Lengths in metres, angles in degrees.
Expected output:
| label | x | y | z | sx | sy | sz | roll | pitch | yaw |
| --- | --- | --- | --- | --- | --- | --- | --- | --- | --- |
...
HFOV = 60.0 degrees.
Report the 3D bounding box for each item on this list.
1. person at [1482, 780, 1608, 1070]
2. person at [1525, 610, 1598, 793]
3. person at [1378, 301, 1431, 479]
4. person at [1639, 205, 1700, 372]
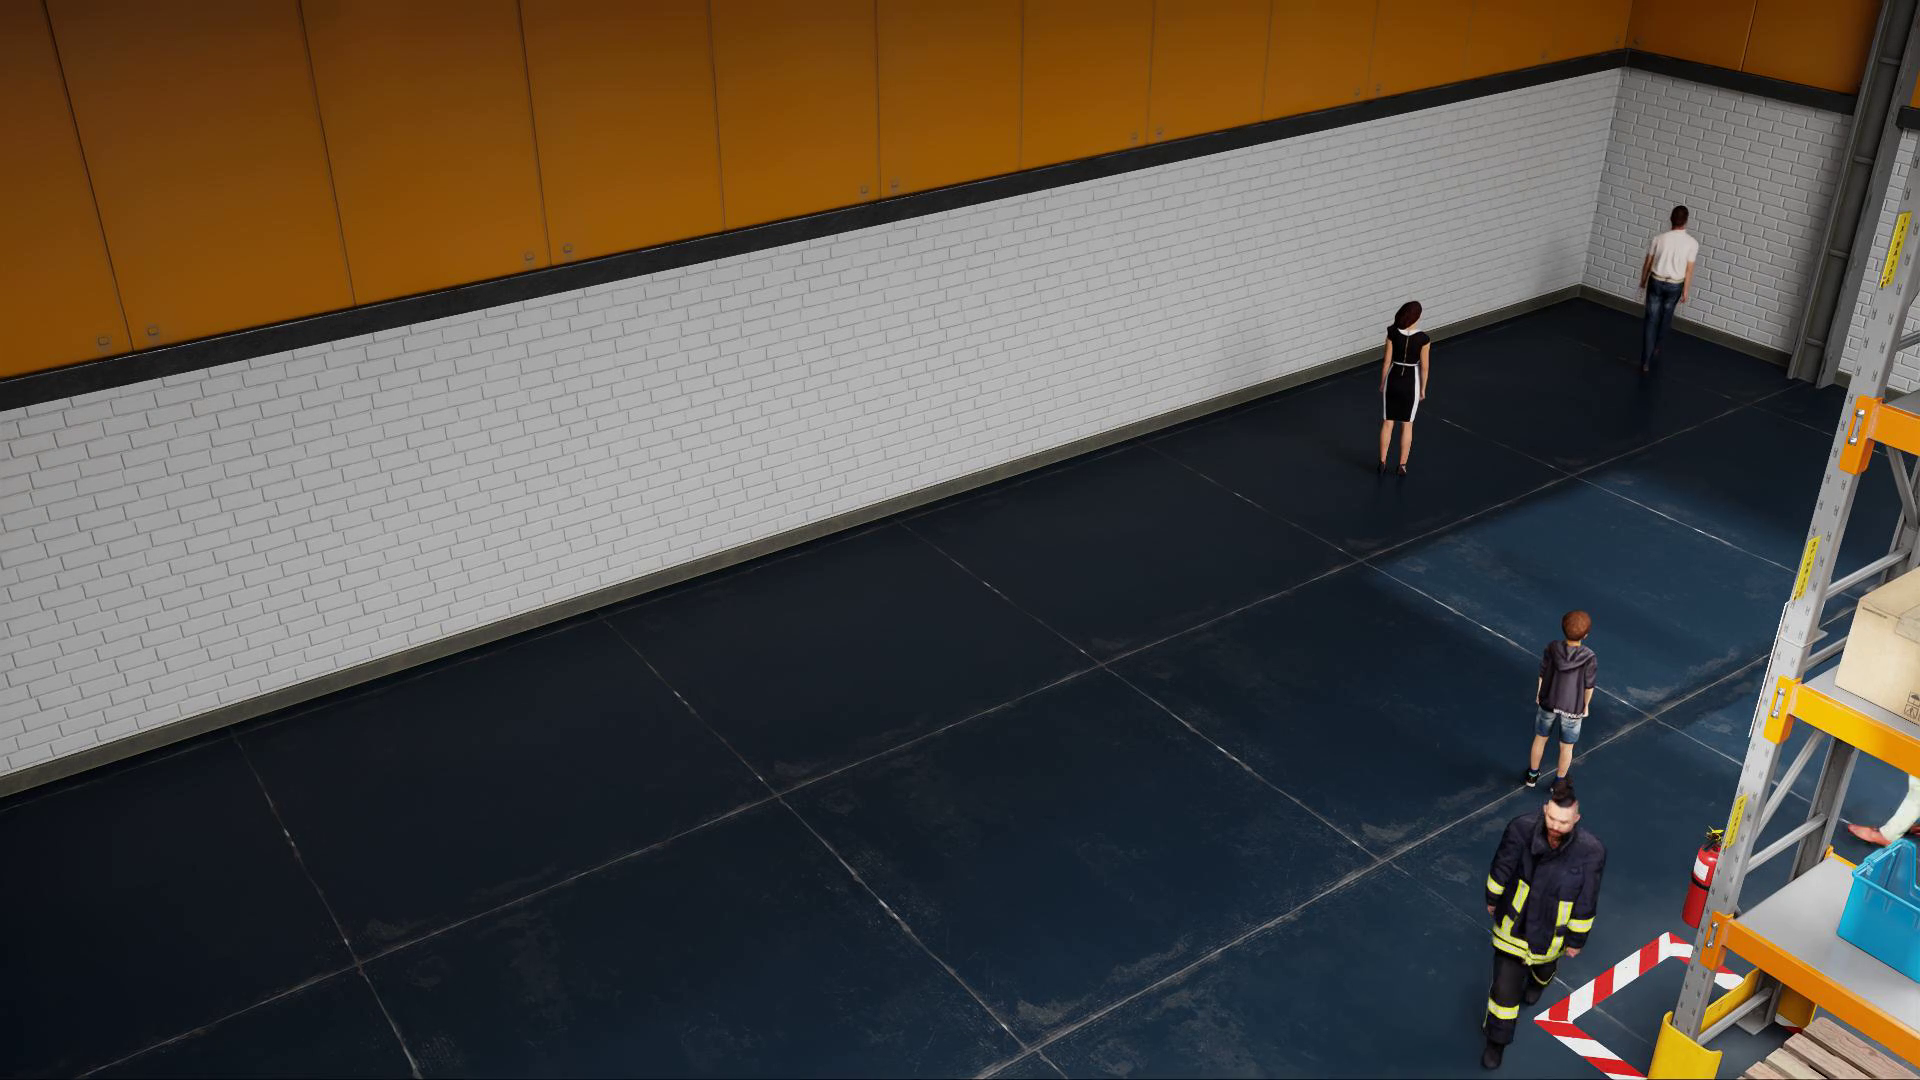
| label | x | y | z | sx | sy | sz | roll | pitch | yaw |
| --- | --- | --- | --- | --- | --- | --- | --- | --- | --- |
| person | 3.351 | 2.085 | 9.545 | 1.229 | 1.829 | 1.185 | 13 | 31 | 22 |
| person | 4.236 | 1.128 | 11.699 | 0.567 | 1.447 | 0.669 | 17 | 33 | 28 |
| person | 4.266 | -1.451 | 16.063 | 0.600 | 1.795 | 0.719 | 12 | 31 | 21 |
| person | 7.783 | -2.745 | 18.425 | 1.255 | 1.804 | 1.162 | 12 | 31 | 21 |
